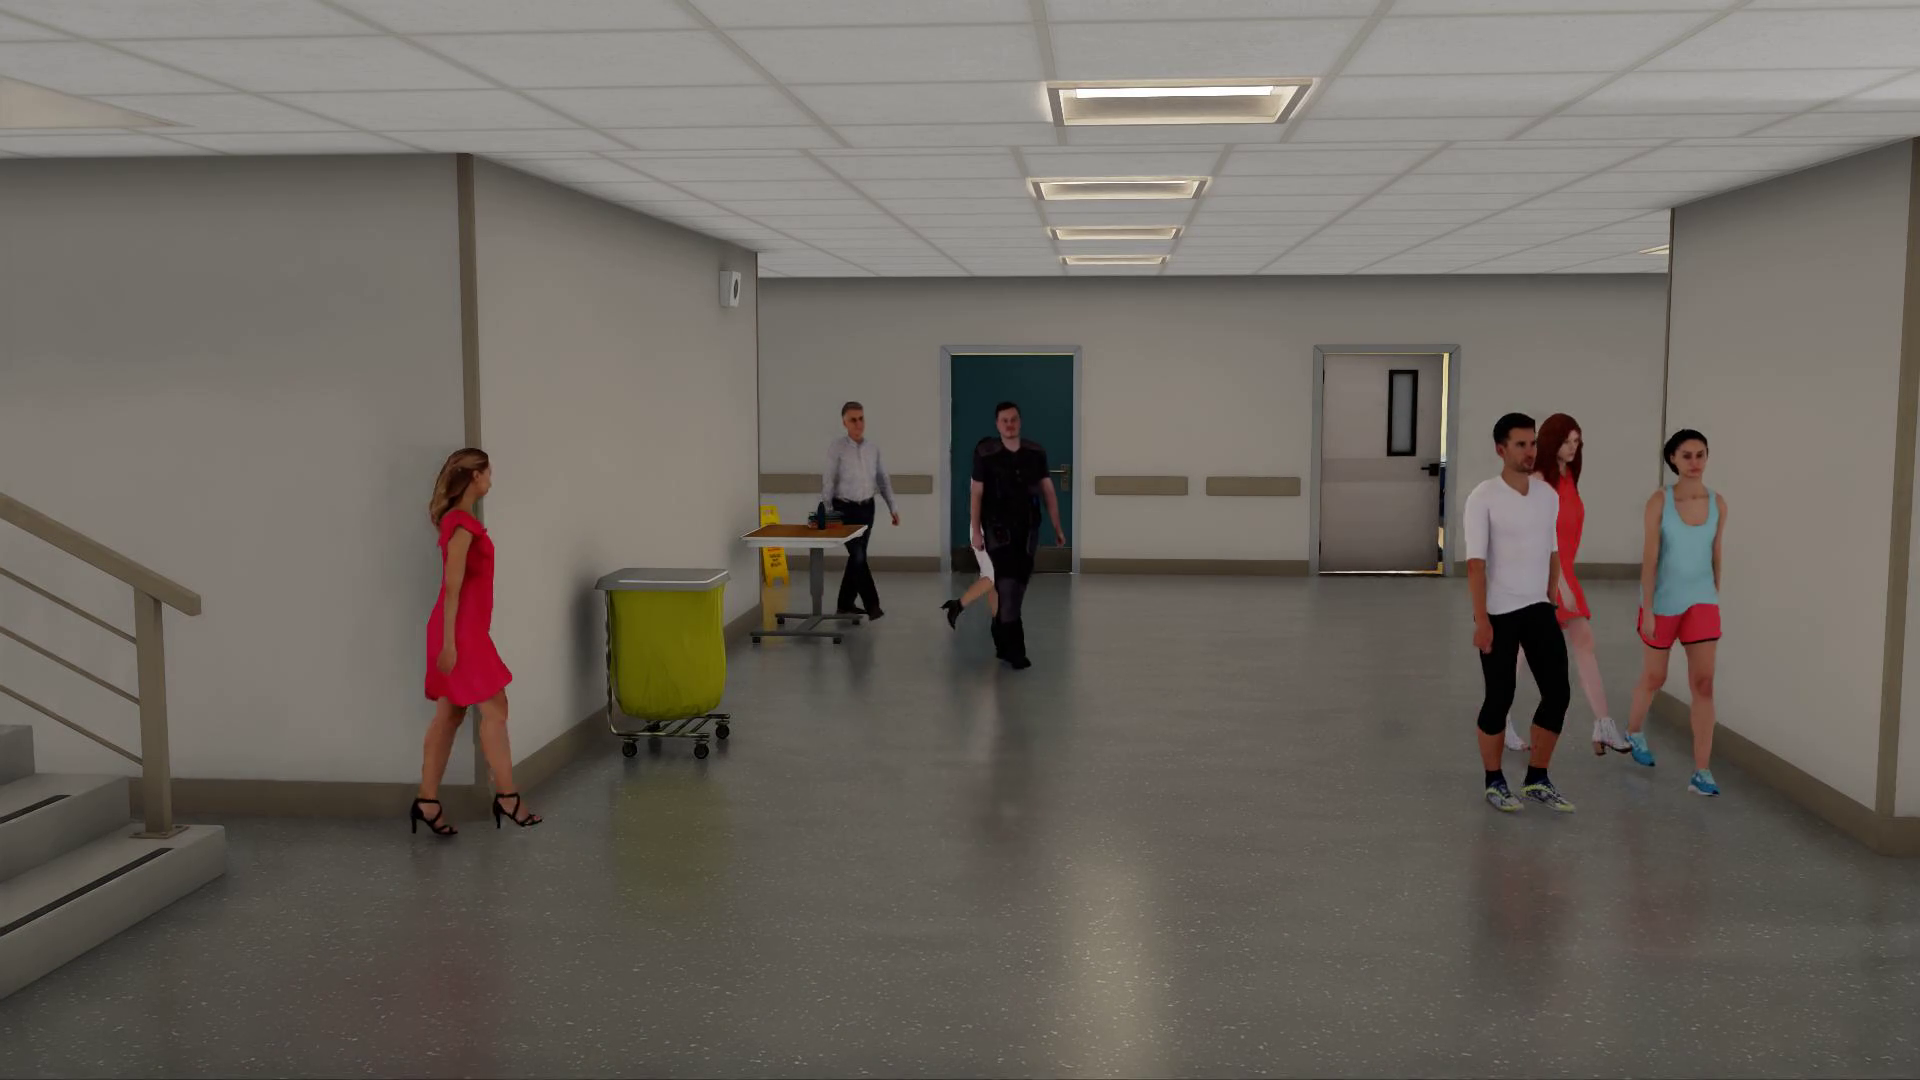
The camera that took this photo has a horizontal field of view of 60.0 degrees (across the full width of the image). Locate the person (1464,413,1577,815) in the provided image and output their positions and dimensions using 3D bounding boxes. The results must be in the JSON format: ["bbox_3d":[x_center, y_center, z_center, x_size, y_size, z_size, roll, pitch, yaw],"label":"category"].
[{"bbox_3d":[2.543,0.331,7.778,0.772,1.840,0.864,-2,6,-15],"label":"person"}]

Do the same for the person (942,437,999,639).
[{"bbox_3d":[0.163,0.005,12.538,0.979,1.534,0.845,-3,7,-30],"label":"person"}]

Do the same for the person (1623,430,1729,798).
[{"bbox_3d":[3.472,0.353,8.123,1.094,1.726,0.668,0,6,0],"label":"person"}]

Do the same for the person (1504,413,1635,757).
[{"bbox_3d":[2.992,0.254,8.771,1.000,1.793,1.044,-5,7,-39],"label":"person"}]

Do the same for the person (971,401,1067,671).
[{"bbox_3d":[0.316,-0.031,11.506,1.085,1.814,1.083,-3,6,-26],"label":"person"}]

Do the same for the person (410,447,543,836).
[{"bbox_3d":[-2.282,0.456,7.284,0.900,1.689,0.804,-1,6,-14],"label":"person"}]

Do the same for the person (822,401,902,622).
[{"bbox_3d":[-0.911,-0.227,13.648,1.137,1.776,1.181,-4,7,-38],"label":"person"}]
